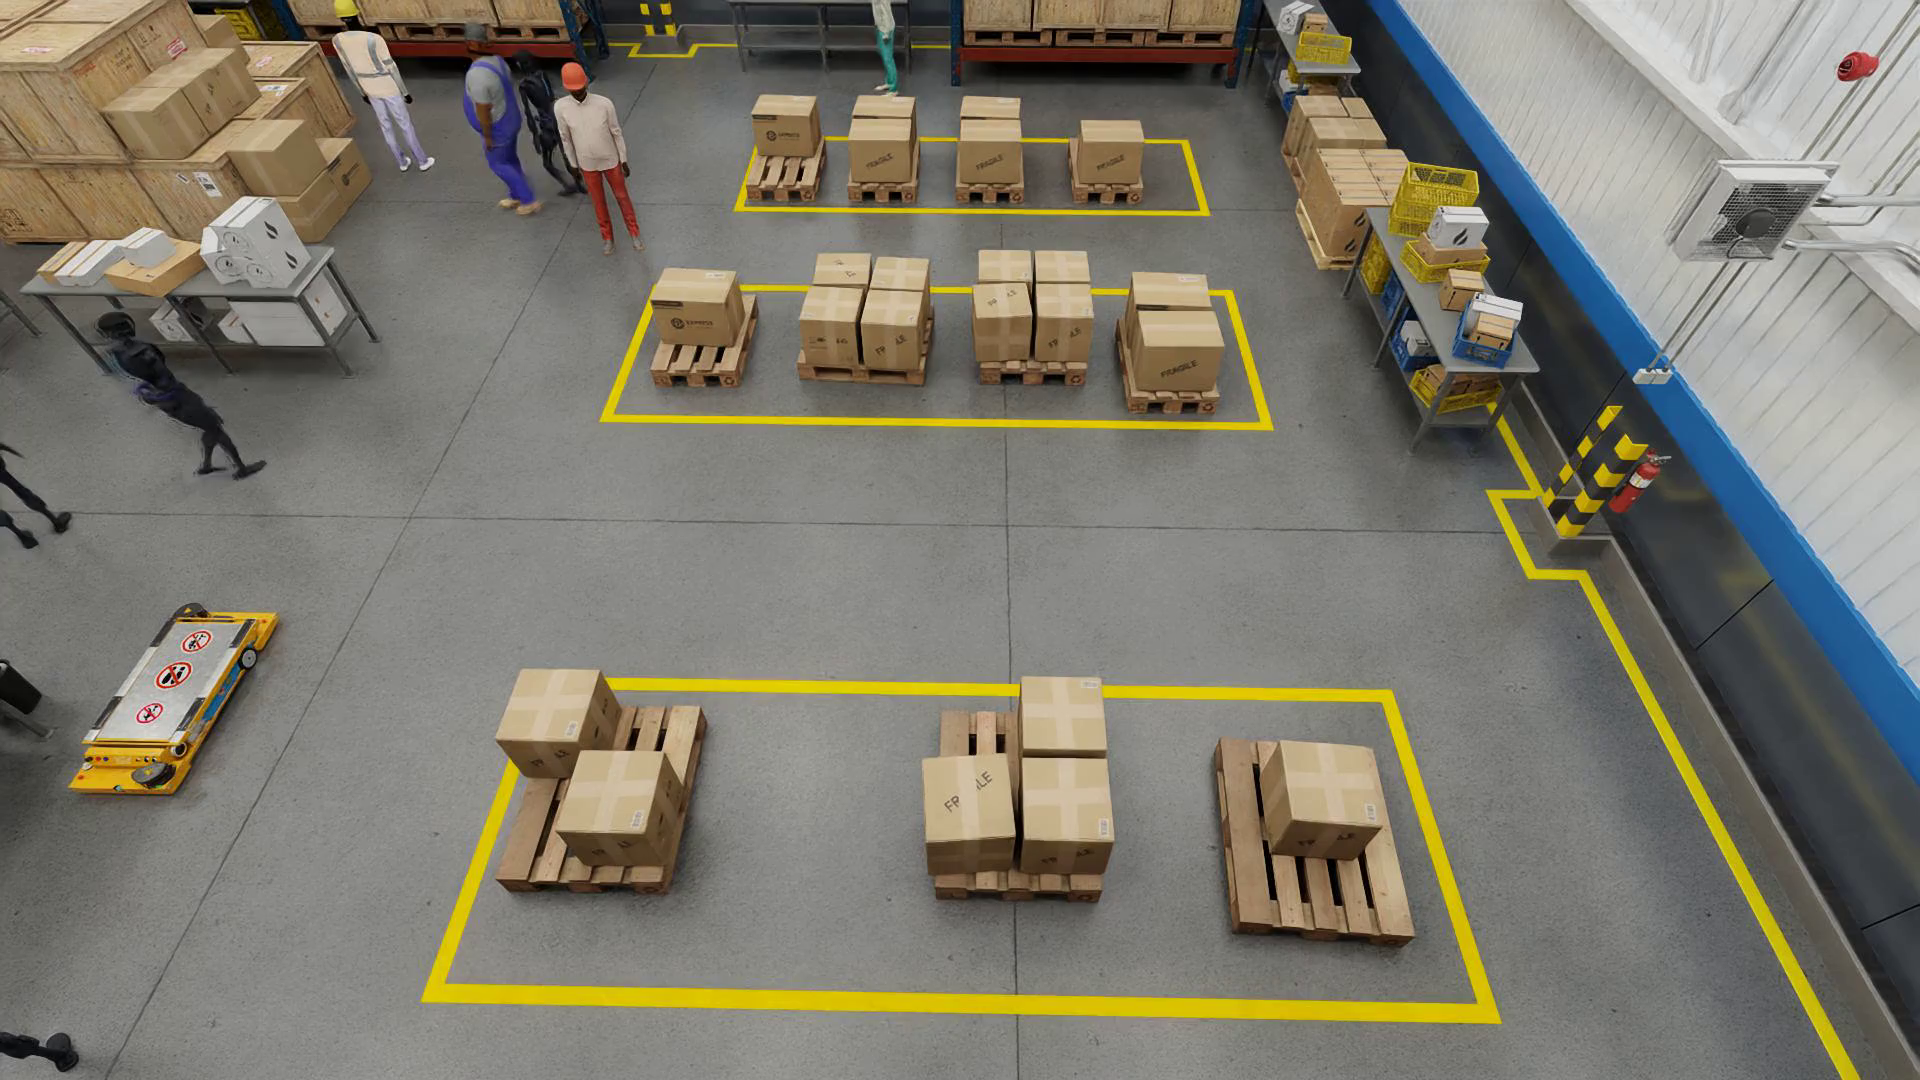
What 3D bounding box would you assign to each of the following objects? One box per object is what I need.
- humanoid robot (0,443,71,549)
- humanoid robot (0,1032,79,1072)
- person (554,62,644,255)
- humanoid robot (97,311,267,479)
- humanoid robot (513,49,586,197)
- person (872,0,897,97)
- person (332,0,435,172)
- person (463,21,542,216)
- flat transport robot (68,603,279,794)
[{"bbox_3d":[-7.599,-0.604,6.948,0.604,1.655,0.322,-36,58,-26],"label":"humanoid robot"},{"bbox_3d":[-5.072,2.421,4.387,0.317,1.657,0.612,18,52,15],"label":"humanoid robot"},{"bbox_3d":[-3.778,-3.961,9.589,0.609,1.994,0.376,-11,51,-9],"label":"person"},{"bbox_3d":[-6.336,-1.140,7.404,0.635,1.643,0.339,21,53,17],"label":"humanoid robot"},{"bbox_3d":[-4.693,-4.711,10.429,0.383,1.646,0.684,13,51,11],"label":"humanoid robot"},{"bbox_3d":[-1.029,-6.787,12.133,0.336,1.760,0.528,-10,51,-9],"label":"person"},{"bbox_3d":[-6.812,-5.323,10.795,0.587,1.920,0.400,-2,50,-1],"label":"person"},{"bbox_3d":[-5.134,-4.627,10.123,0.557,2.000,0.723,0,50,0],"label":"person"},{"bbox_3d":[-5.504,1.072,6.442,0.652,0.197,1.431,1,50,1],"label":"flat transport robot"}]
